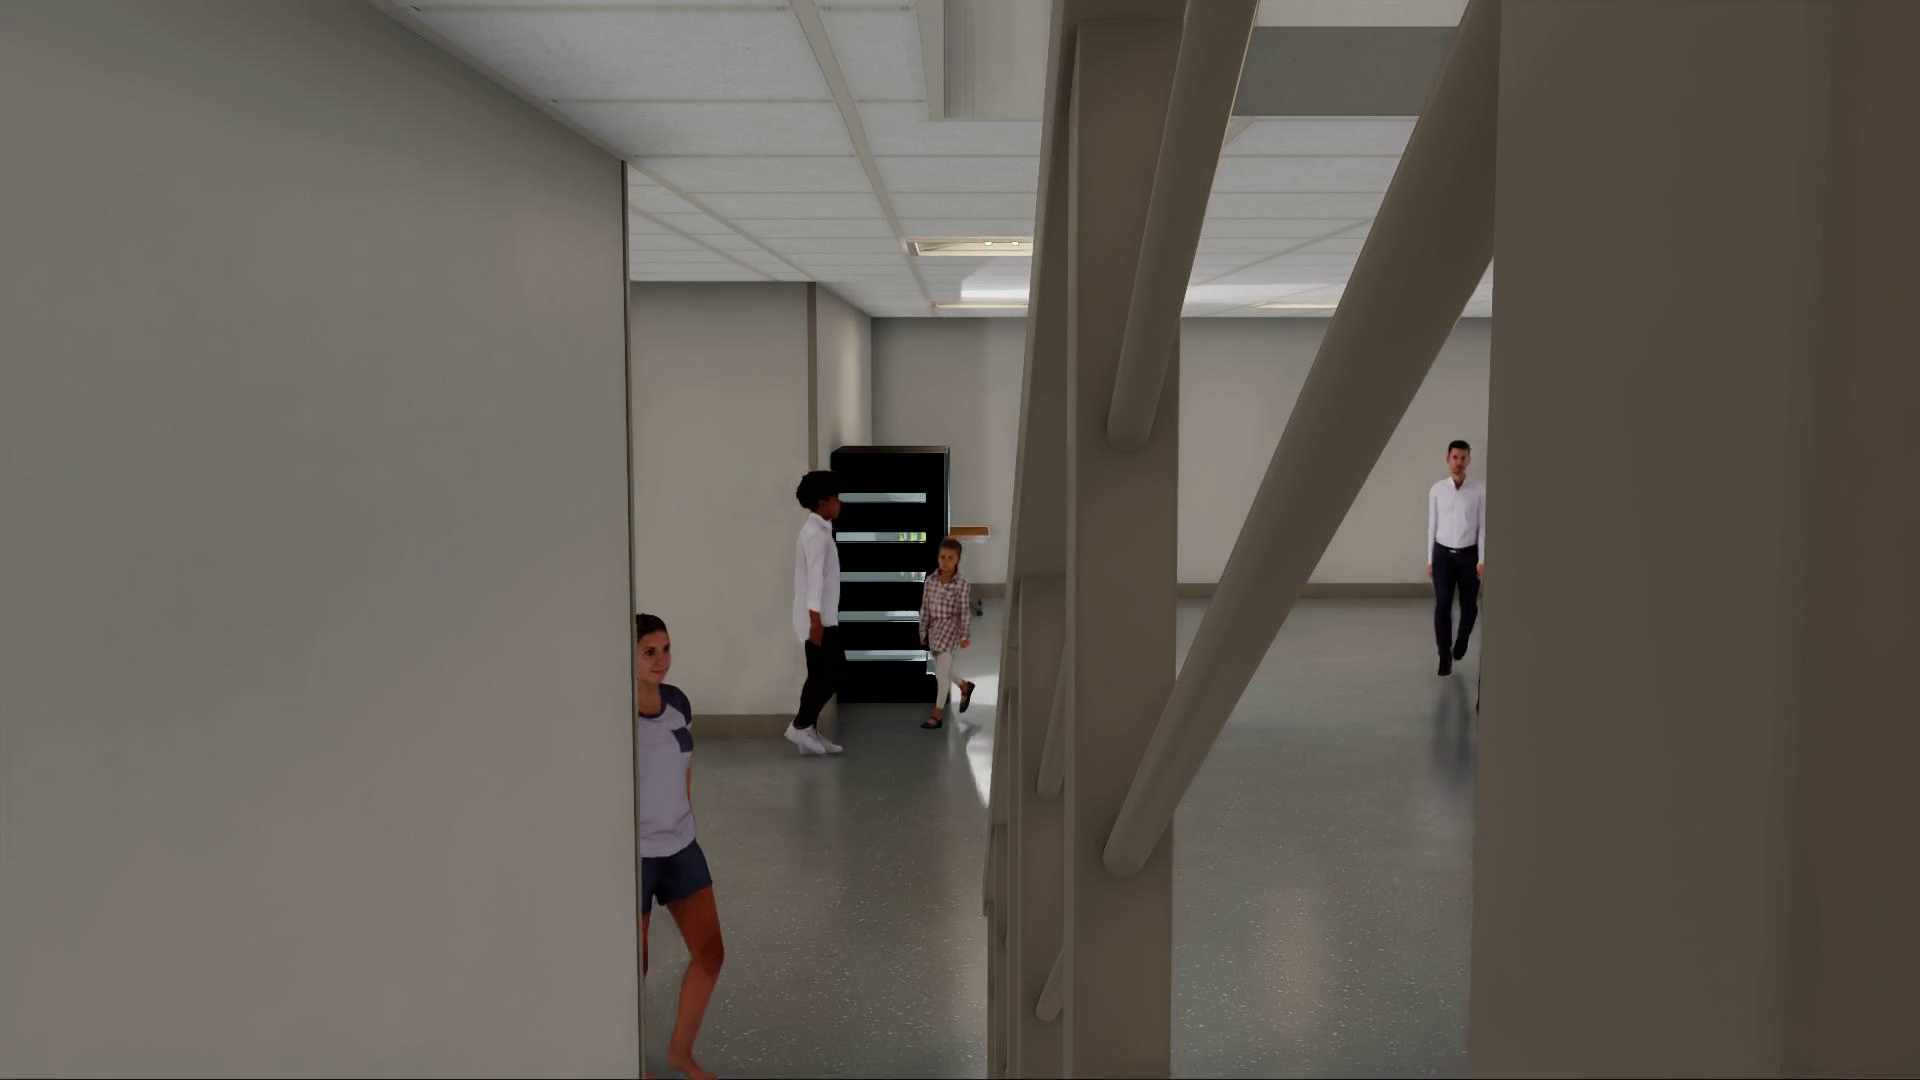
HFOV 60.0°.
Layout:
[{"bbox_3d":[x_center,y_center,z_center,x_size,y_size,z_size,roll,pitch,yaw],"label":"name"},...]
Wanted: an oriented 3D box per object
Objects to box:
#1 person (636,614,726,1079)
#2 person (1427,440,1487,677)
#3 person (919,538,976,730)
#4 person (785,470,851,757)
[{"bbox_3d":[-1.088,1.047,5.569,0.698,1.608,0.756,-6,8,-44],"label":"person"},{"bbox_3d":[3.983,0.140,13.250,0.914,1.836,1.230,2,6,22],"label":"person"},{"bbox_3d":[-0.060,0.630,11.336,0.825,1.283,0.972,4,7,37],"label":"person"},{"bbox_3d":[-0.965,0.469,10.374,0.731,1.796,0.574,0,6,-3],"label":"person"}]
